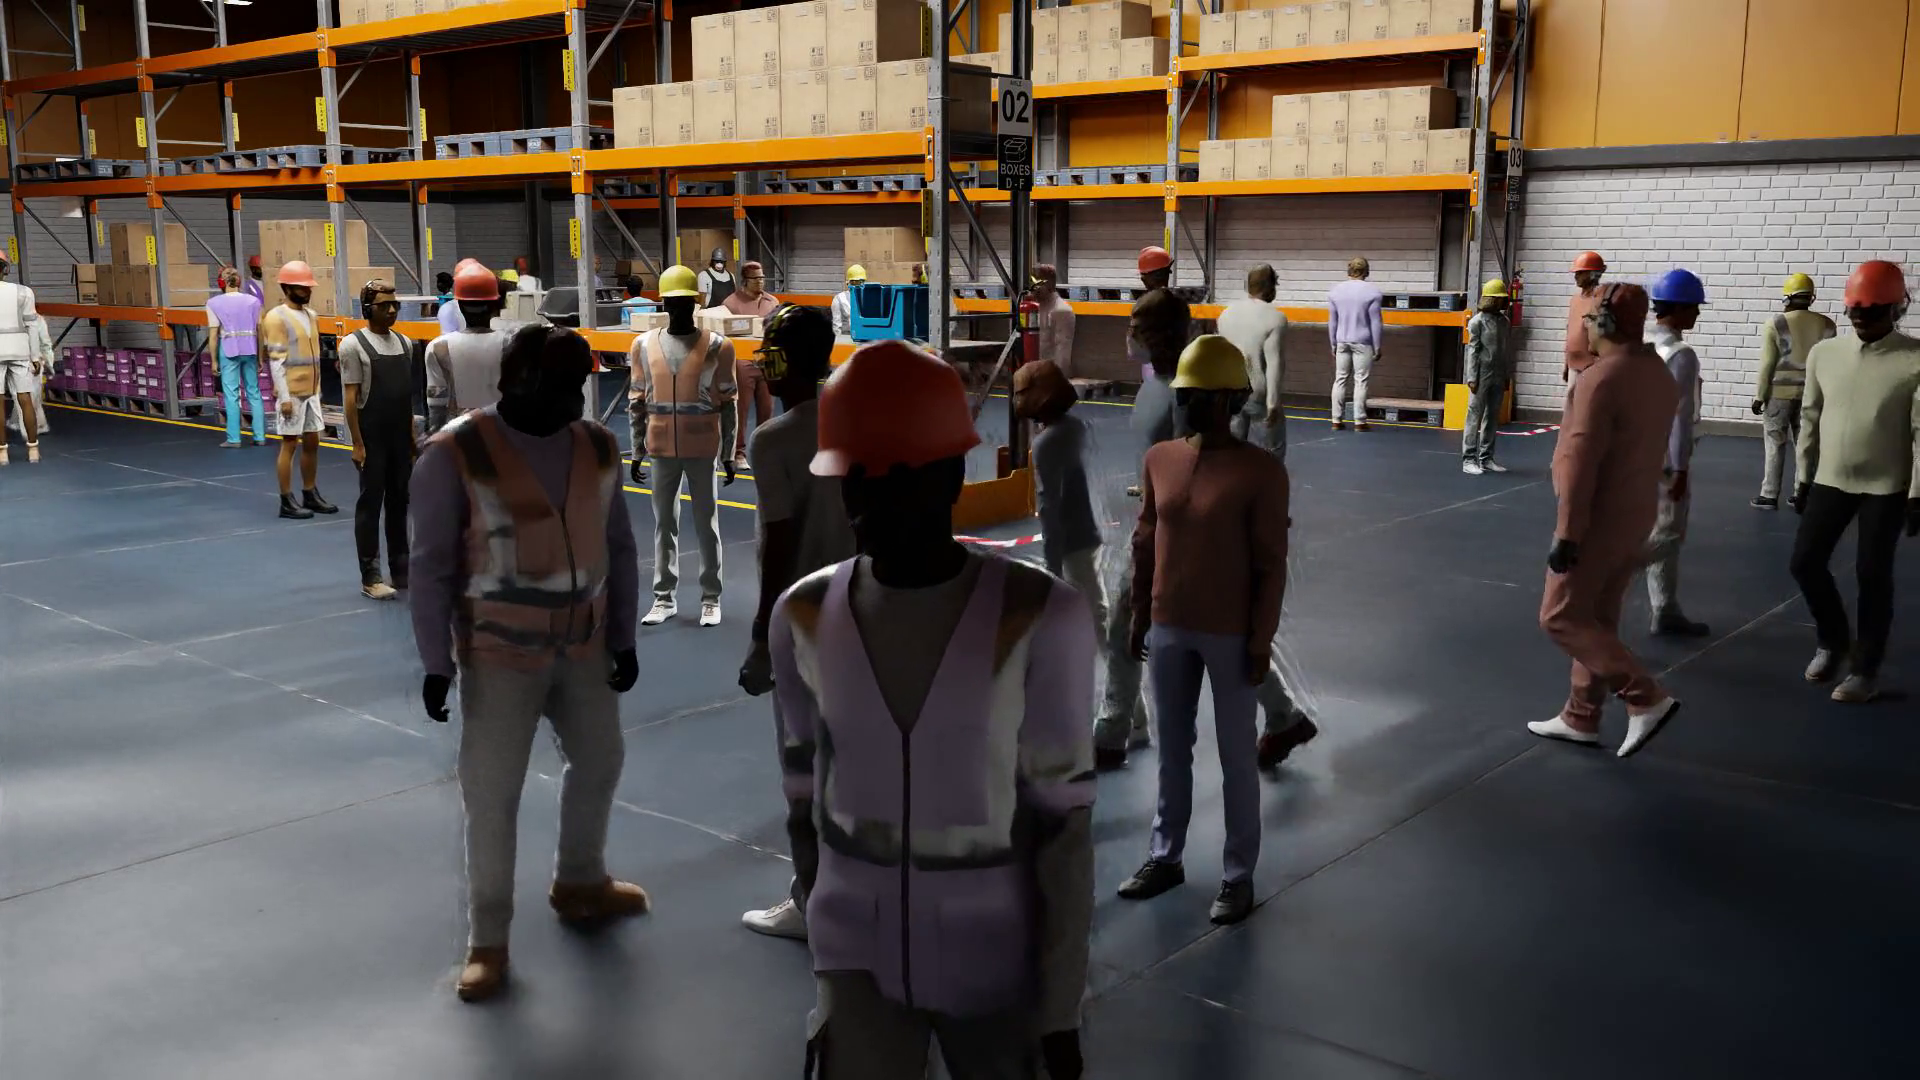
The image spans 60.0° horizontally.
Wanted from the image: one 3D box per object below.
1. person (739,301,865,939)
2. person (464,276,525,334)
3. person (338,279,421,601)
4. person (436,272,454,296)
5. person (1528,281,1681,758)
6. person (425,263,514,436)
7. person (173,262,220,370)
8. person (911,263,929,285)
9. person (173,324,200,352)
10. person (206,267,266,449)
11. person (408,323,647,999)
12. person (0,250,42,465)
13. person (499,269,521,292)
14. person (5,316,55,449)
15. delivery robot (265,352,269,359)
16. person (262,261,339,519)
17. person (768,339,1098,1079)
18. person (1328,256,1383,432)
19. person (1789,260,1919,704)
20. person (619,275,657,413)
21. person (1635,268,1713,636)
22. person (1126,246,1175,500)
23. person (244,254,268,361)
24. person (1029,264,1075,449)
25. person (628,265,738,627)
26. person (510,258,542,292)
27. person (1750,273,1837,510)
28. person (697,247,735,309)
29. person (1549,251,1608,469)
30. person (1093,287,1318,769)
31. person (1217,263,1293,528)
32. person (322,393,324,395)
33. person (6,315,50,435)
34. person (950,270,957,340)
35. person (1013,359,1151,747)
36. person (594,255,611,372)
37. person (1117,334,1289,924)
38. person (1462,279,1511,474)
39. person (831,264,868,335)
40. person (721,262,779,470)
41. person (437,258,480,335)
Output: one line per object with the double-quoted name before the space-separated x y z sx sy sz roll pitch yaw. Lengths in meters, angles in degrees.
"person" -0.457 0.242 4.892 0.310 1.869 0.531 6 12 31
"person" -2.977 -0.783 10.794 0.365 1.856 0.535 8 13 38
"person" -3.334 -0.583 9.659 0.345 1.846 0.508 5 11 26
"person" -6.984 -2.803 22.719 0.316 1.696 0.541 -2 10 -12
"person" 2.574 -0.066 6.565 0.666 1.892 0.597 -9 14 -43
"person" -2.461 -0.450 8.622 0.546 1.942 0.353 -2 10 -10
"person" -12.671 -3.669 27.383 0.636 1.796 0.866 6 12 32
"person" -0.384 -2.104 18.307 0.432 1.854 0.512 -2 10 -12
"person" -12.482 -3.481 26.761 0.497 1.633 0.284 -3 10 -16
"person" -7.309 -1.841 16.851 0.385 1.837 0.564 8 13 39
"person" -1.187 0.306 4.690 0.433 1.818 0.815 9 13 41
"person" -8.954 -1.716 15.571 0.605 2.034 0.390 -8 13 -39
"person" -5.924 -2.654 21.714 0.457 1.751 0.546 0 10 -1
"person" -9.573 -1.750 17.005 0.514 1.596 0.881 -9 13 -41
"delivery robot" -11.099 -3.098 27.381 0.477 0.478 0.707 5 11 28
"person" -4.950 -1.125 12.508 0.388 1.932 0.552 2 10 14
"person" -0.027 0.617 2.692 0.541 1.900 0.919 2 10 14
"person" 4.353 -2.154 18.360 0.628 1.931 0.355 8 13 39
"person" 4.001 -0.249 7.395 0.439 1.969 0.624 -8 12 -37
"person" -3.953 -2.398 20.424 0.319 1.693 0.532 9 14 43
"person" 3.543 -0.429 8.553 0.734 1.924 0.623 0 10 0
"person" 1.568 -1.321 13.325 0.391 2.033 0.605 -2 10 -12
"person" -9.959 -3.096 23.720 0.433 1.934 0.559 3 10 17
"person" 0.669 -1.335 13.825 0.441 1.886 0.707 -7 12 -34
"person" -1.483 -0.494 8.908 0.594 1.929 0.354 1 10 6
"person" -6.880 -3.472 26.050 0.790 1.858 0.608 10 14 44
"person" 6.428 -1.144 12.884 0.602 1.830 0.404 -1 10 -5
"person" -3.634 -3.420 25.252 0.675 2.000 0.537 -9 14 -43
"person" 5.599 -1.578 14.897 0.395 1.993 0.614 -2 10 -13
"person" 0.917 -0.017 6.348 1.009 1.893 0.623 -3 10 -14
"person" 2.134 -1.011 11.889 0.751 1.910 0.642 -9 13 -42
"person" -9.002 -2.885 22.670 0.491 1.894 0.632 -9 14 -42
"person" -10.240 -1.937 18.060 0.870 1.587 0.532 4 11 22
"person" -0.238 -2.781 22.204 0.403 1.835 0.586 -3 10 -18
"person" 0.404 0.044 6.876 0.910 1.552 0.510 3 11 19
"person" -5.979 -3.710 27.286 0.409 1.907 0.651 -5 11 -27
"person" 0.737 0.265 5.047 0.525 1.771 0.305 8 13 39
"person" 4.766 -1.462 14.951 0.494 1.743 0.303 -6 12 -31
"person" -1.174 -2.213 18.963 0.593 1.837 0.403 -7 12 -36
"person" -1.877 -1.586 15.239 0.647 1.900 0.395 -9 13 -41
"person" -4.027 -1.352 13.773 0.372 1.934 0.551 6 12 31
